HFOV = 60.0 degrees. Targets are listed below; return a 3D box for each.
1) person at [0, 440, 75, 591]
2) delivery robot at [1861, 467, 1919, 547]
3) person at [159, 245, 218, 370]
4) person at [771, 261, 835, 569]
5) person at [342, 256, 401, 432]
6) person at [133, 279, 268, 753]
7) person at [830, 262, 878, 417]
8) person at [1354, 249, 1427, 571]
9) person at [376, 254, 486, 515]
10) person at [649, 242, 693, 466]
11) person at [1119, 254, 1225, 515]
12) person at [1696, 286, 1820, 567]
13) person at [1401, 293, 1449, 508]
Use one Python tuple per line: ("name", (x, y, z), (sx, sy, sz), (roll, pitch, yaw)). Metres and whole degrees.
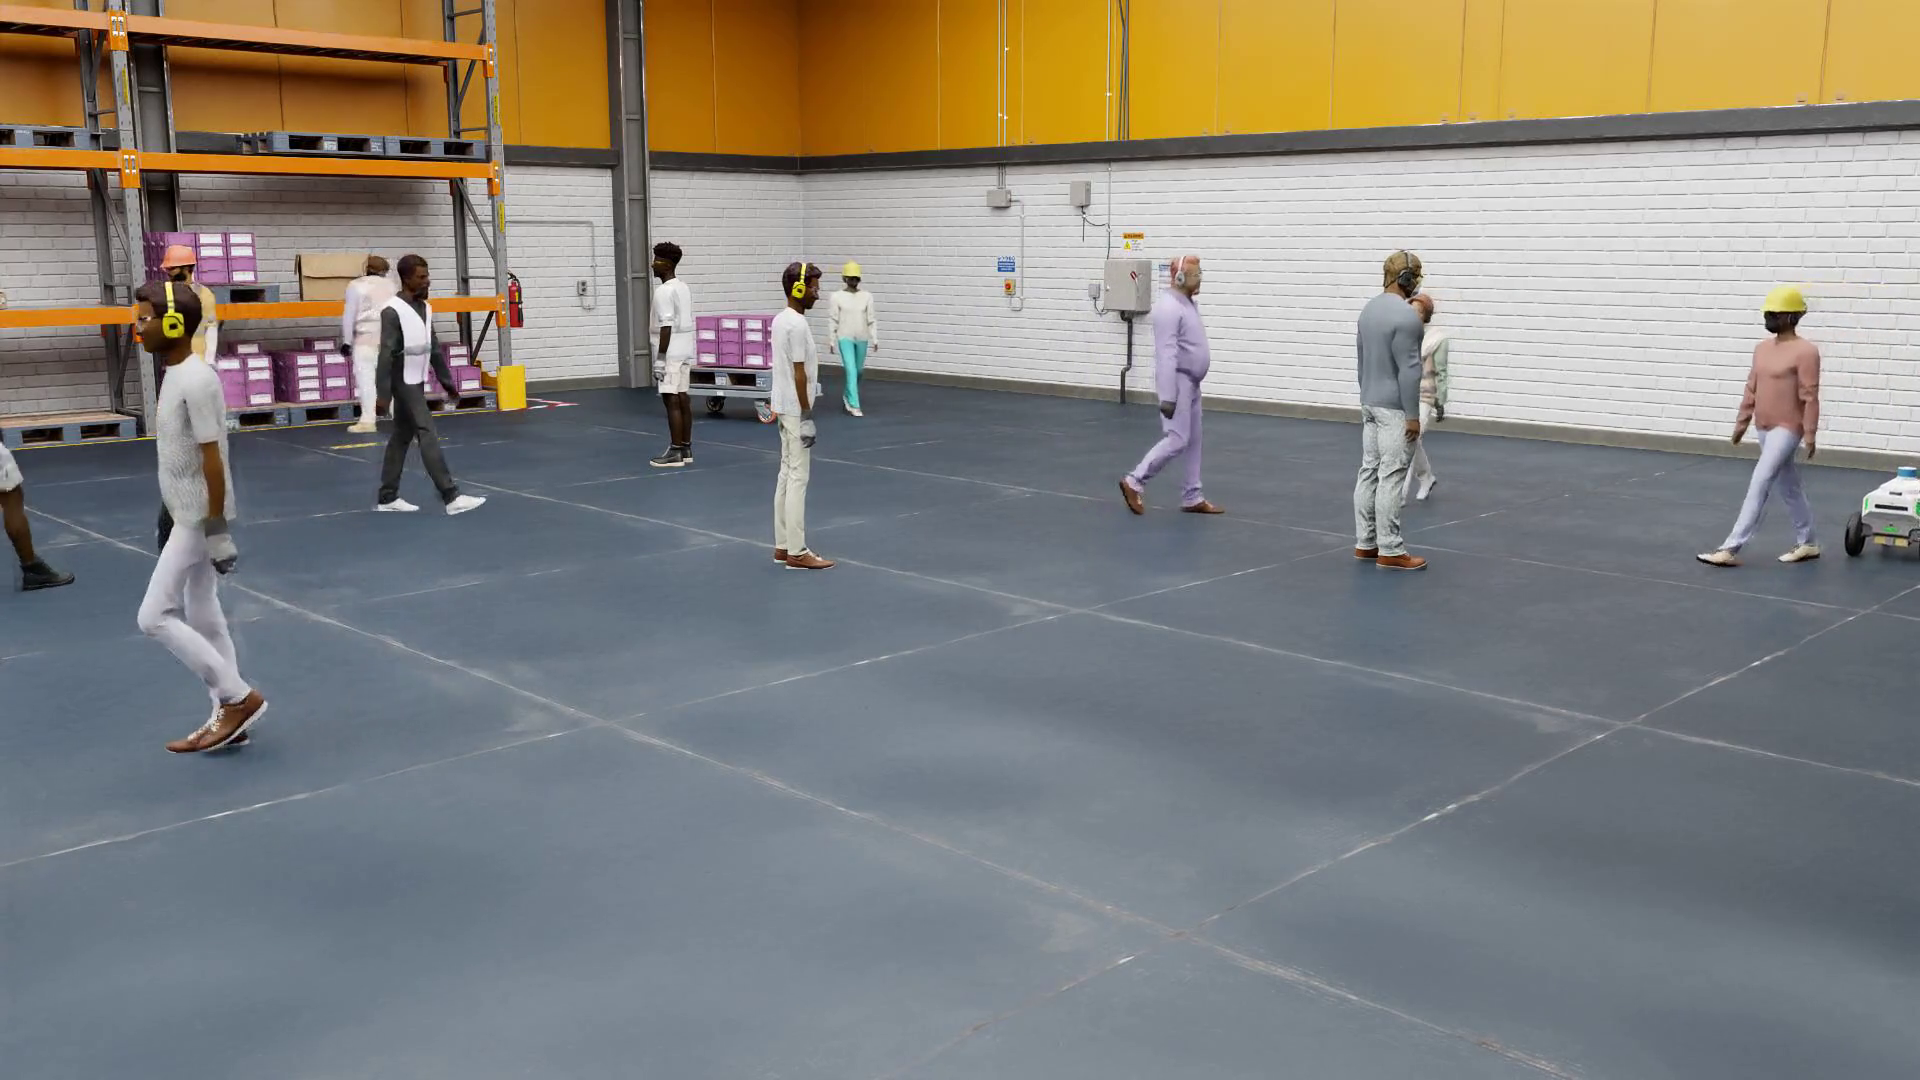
("person", (-5.525, -0.598, 9.196), (0.543, 1.903, 0.963), (6, 12, 31))
("delivery robot", (5.979, -0.219, 10.536), (0.477, 0.478, 0.707), (9, 13, 40))
("person", (-6.779, -1.614, 14.628), (0.552, 1.934, 0.366), (6, 12, 28))
("person", (-0.983, -0.753, 10.148), (0.327, 1.862, 0.517), (-4, 11, -20))
("person", (-6.081, -2.030, 17.269), (0.433, 1.809, 0.701), (7, 13, 35))
("person", (-3.008, -0.068, 6.444), (0.408, 1.843, 0.524), (-5, 11, -24))
("person", (-1.222, -2.286, 18.839), (0.531, 1.726, 0.825), (-4, 11, -22))
("person", (2.621, -0.785, 10.109), (0.372, 1.937, 0.627), (-2, 11, -13))
("person", (-3.866, -1.112, 12.053), (0.957, 1.873, 0.618), (1, 10, 3))
("person", (-2.544, -1.631, 14.637), (0.361, 1.965, 0.613), (2, 11, 10))
("person", (1.569, -1.112, 12.036), (0.625, 1.906, 0.685), (4, 11, 21))
("person", (4.972, -0.686, 10.160), (0.900, 1.718, 0.545), (-2, 11, -9))
("person", (3.434, -1.053, 12.493), (0.820, 1.600, 0.524), (-10, 15, -44))
